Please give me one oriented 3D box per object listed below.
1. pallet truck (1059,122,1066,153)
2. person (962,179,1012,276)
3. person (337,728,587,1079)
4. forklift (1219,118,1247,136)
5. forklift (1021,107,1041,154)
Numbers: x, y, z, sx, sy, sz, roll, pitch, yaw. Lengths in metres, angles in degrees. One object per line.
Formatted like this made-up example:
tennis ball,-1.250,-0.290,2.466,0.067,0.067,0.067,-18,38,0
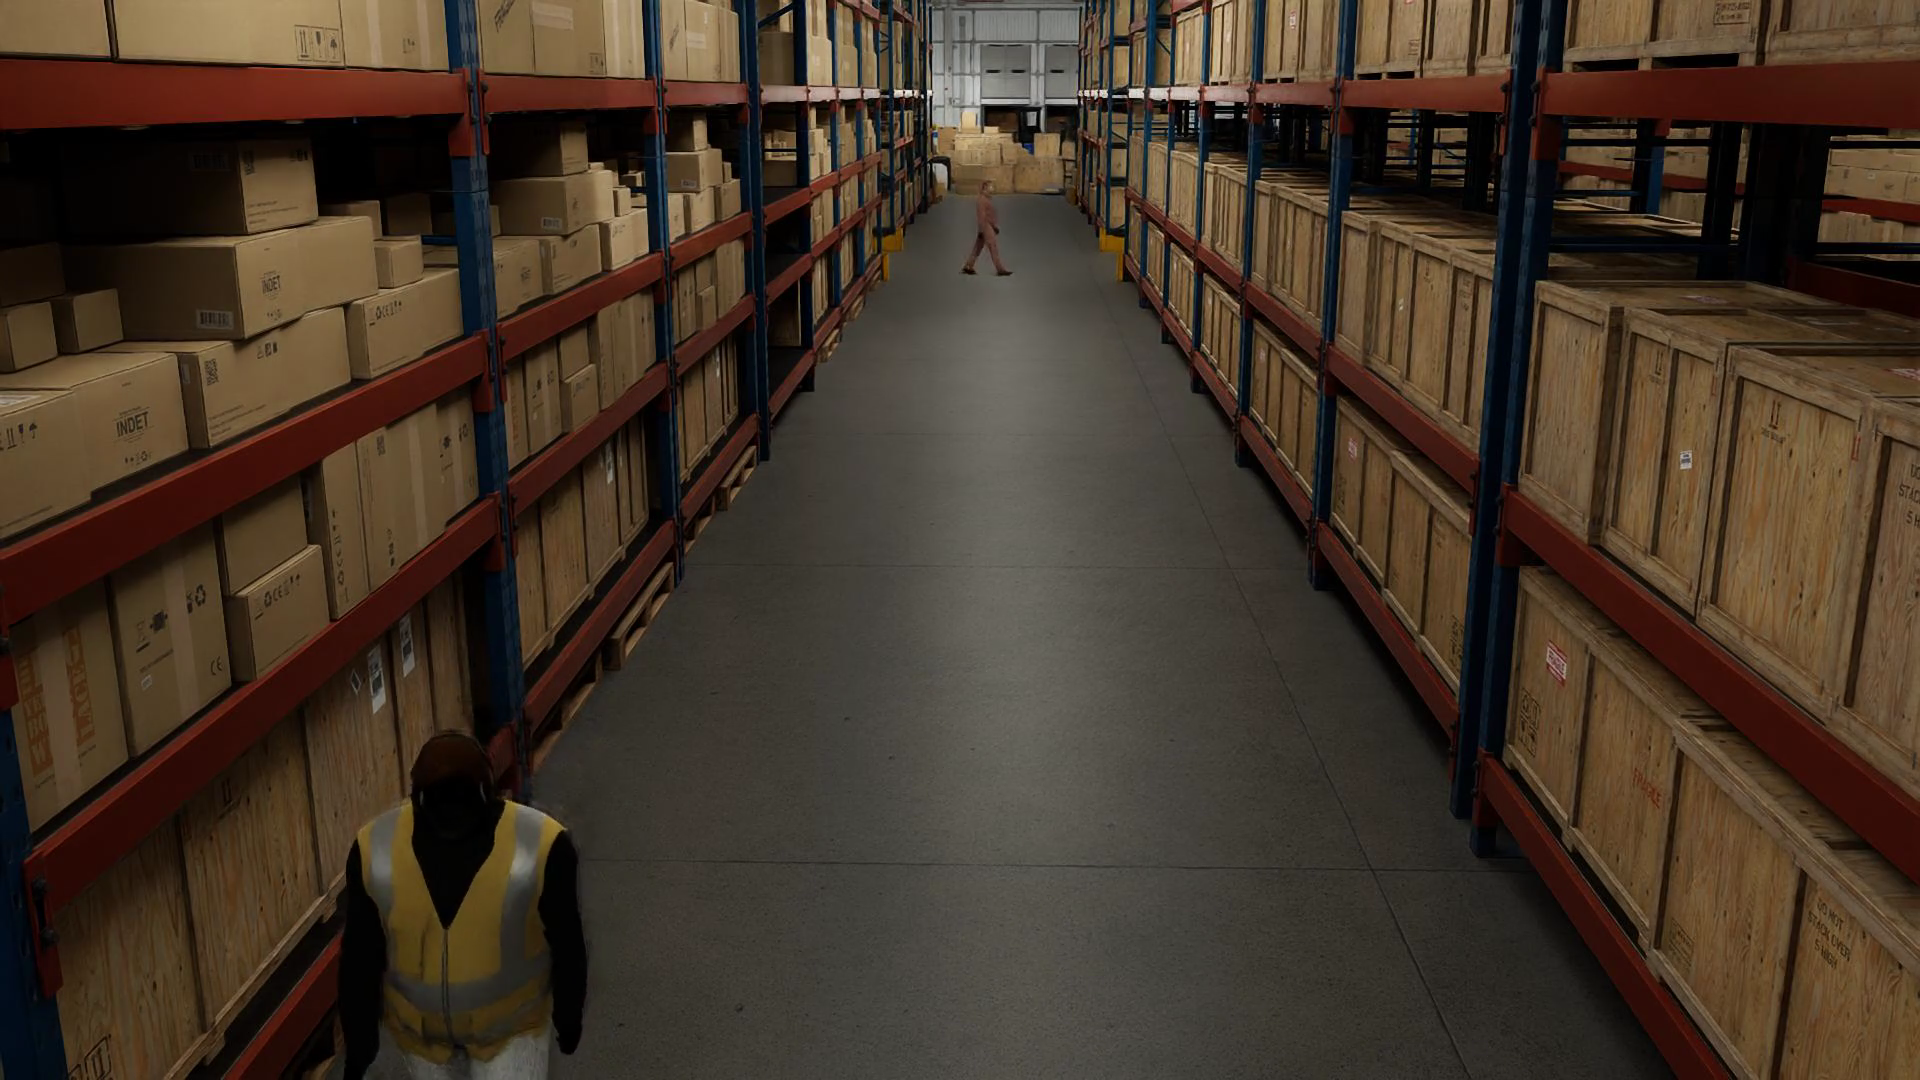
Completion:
pallet truck,5.788,-21.111,88.014,1.885,1.965,0.823,5,16,18
person,0.490,-6.072,32.325,0.984,1.865,0.646,1,15,5
person,-1.385,1.402,4.609,0.640,1.801,0.899,0,15,0
forklift,7.115,-9.618,43.577,1.873,2.768,1.129,13,20,40
forklift,3.463,-19.675,80.996,1.129,2.768,1.873,-7,17,-24
